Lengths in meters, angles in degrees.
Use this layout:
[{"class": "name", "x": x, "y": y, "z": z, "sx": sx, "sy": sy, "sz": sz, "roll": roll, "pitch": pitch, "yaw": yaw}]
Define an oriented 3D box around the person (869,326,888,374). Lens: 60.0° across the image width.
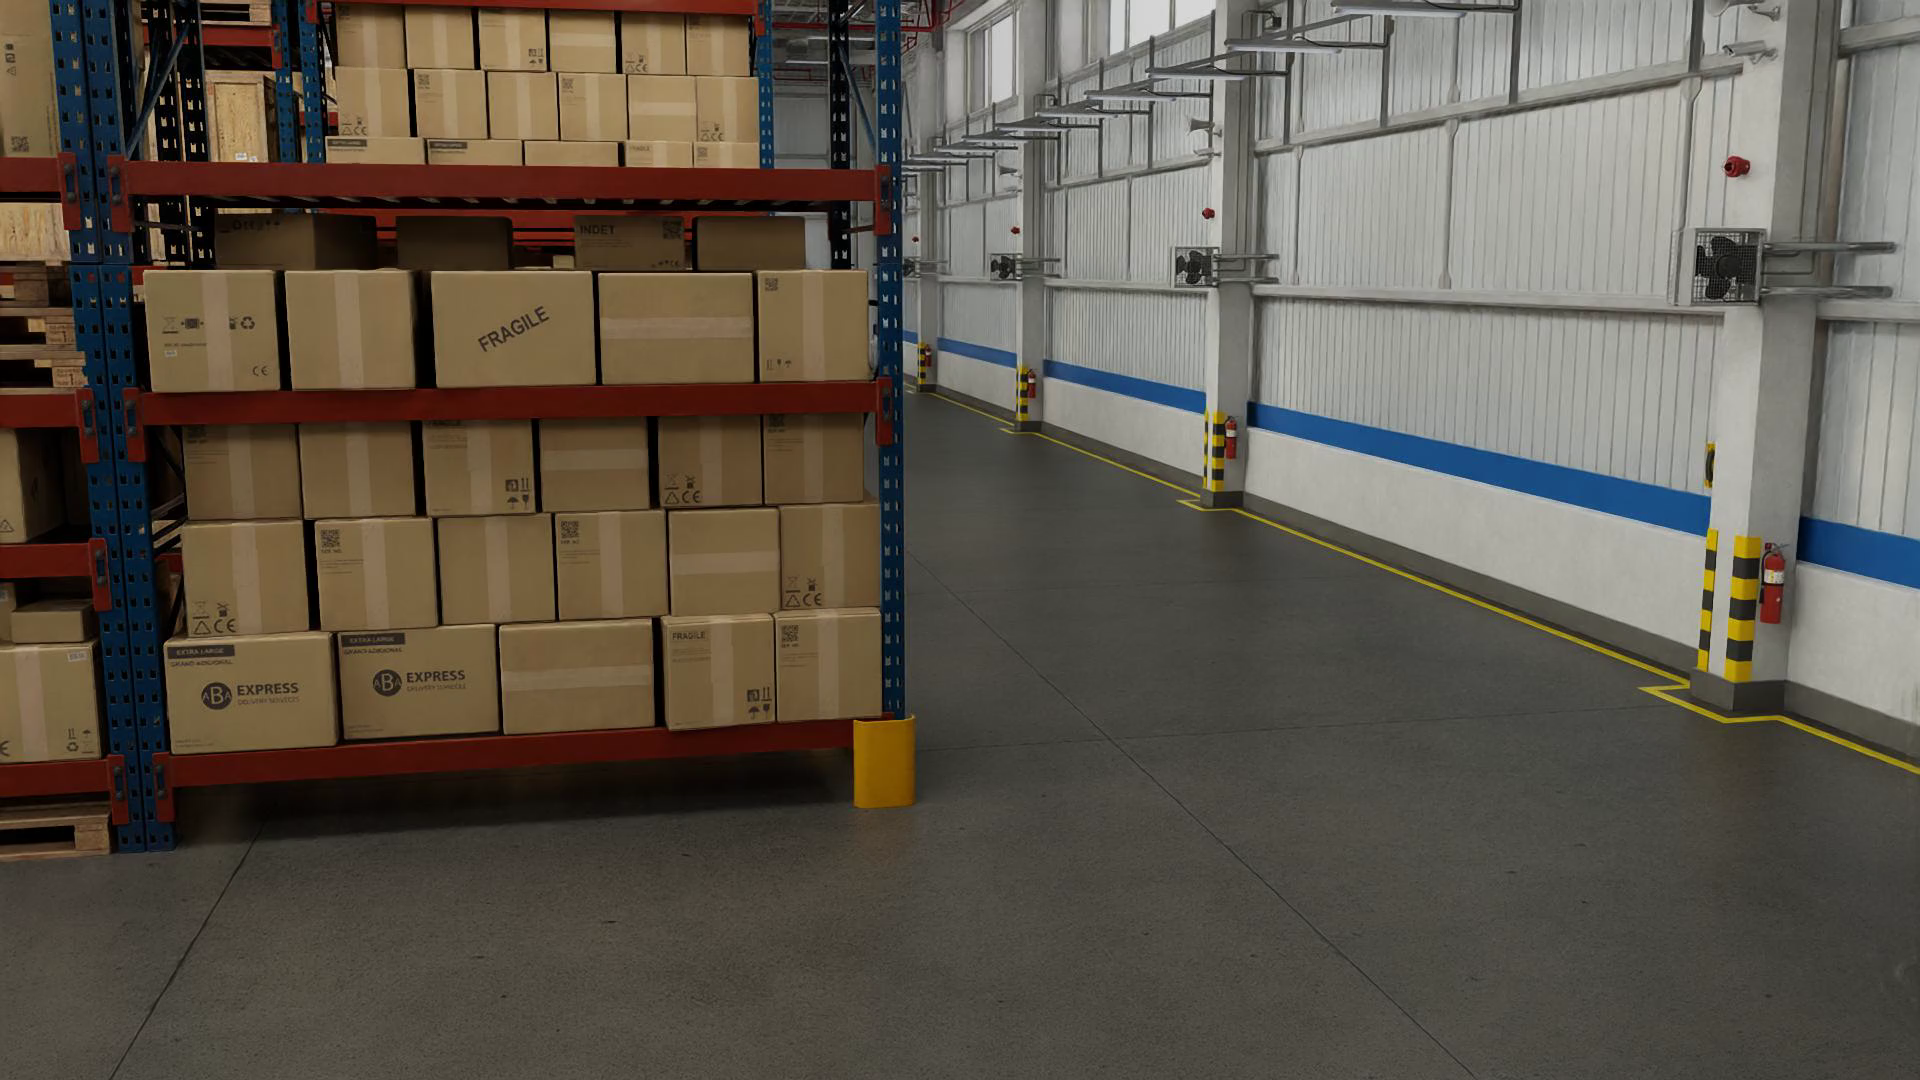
[{"class": "person", "x": -1.762, "y": -3.929, "z": 37.209, "sx": 0.568, "sy": 1.740, "sz": 0.487, "roll": -3, "pitch": 10, "yaw": -15}]
